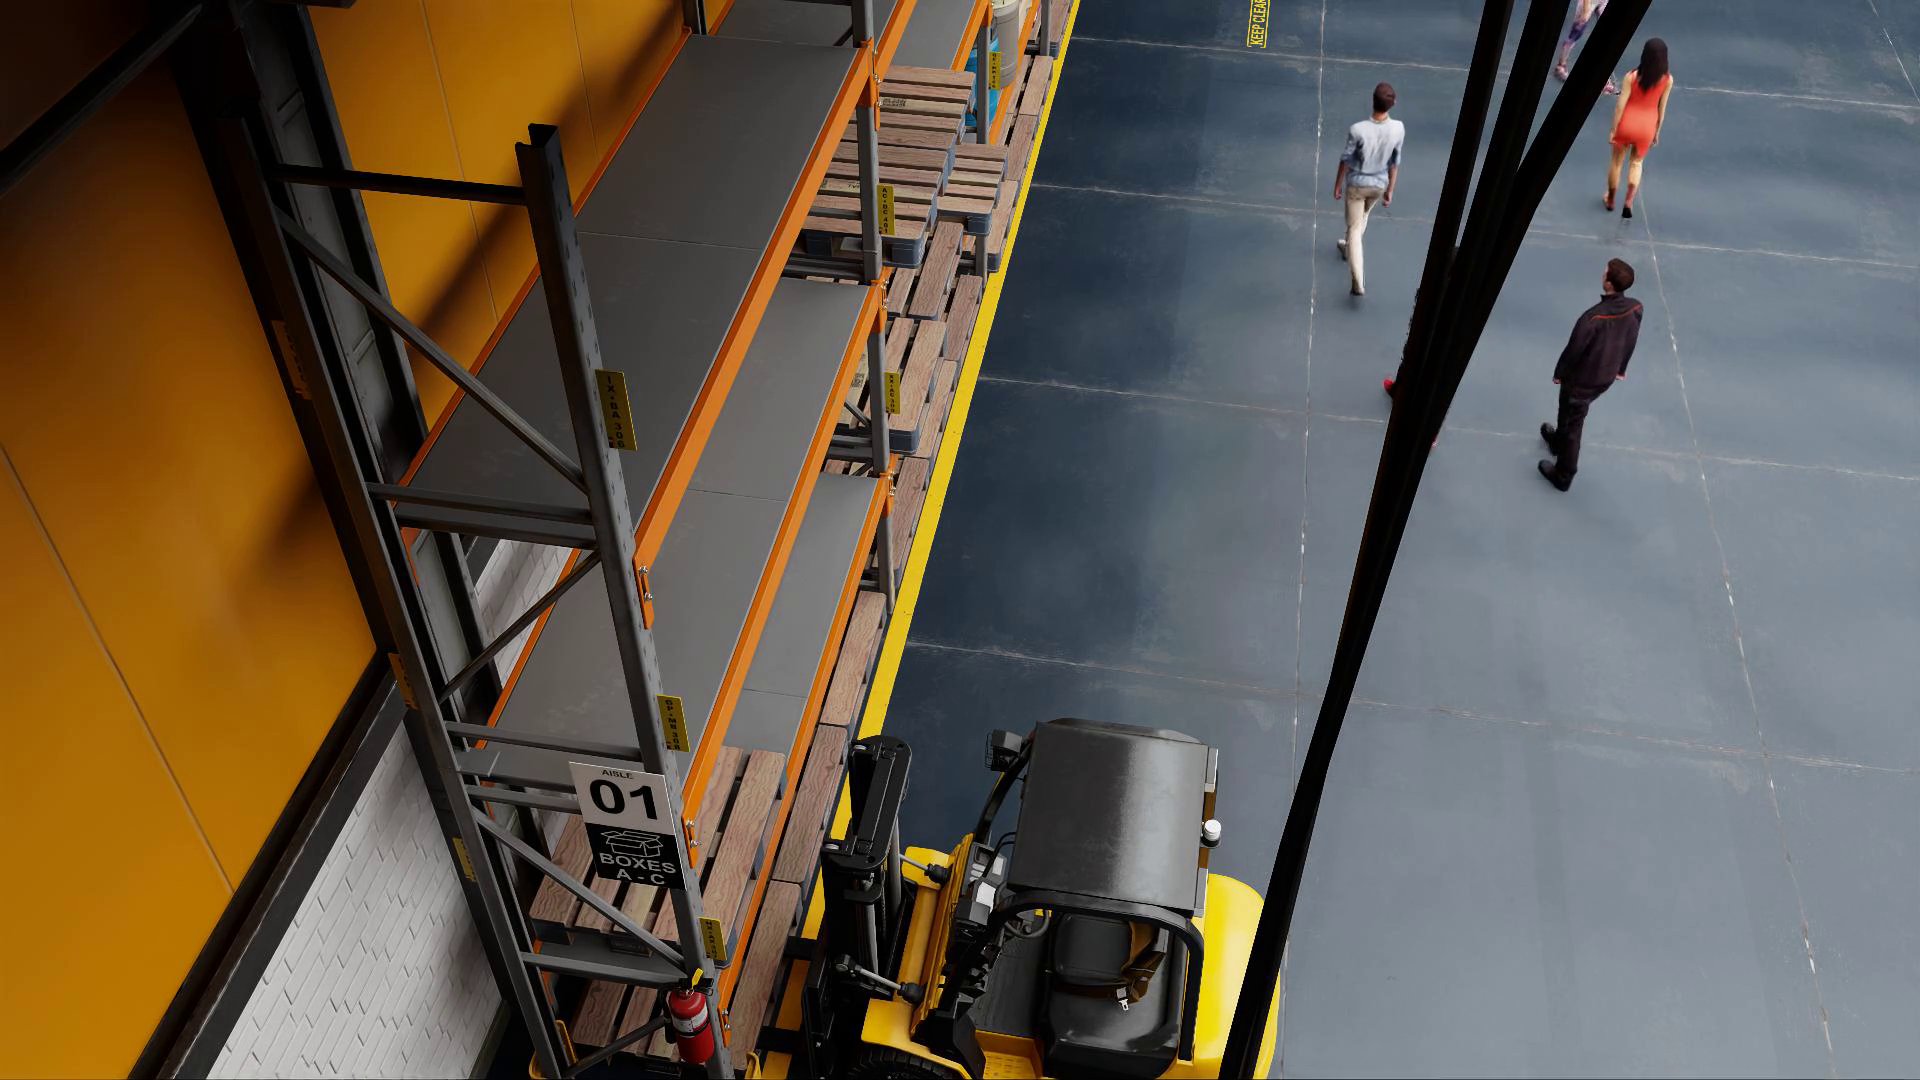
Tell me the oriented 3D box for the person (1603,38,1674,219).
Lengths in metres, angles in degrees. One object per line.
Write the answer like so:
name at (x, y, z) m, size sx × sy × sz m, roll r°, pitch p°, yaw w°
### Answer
person at (5.990, -3.593, 14.750) m, size 0.622 × 1.702 × 0.839 m, roll 11°, pitch 45°, yaw 11°

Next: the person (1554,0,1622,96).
person at (6.285, -5.363, 16.588) m, size 0.980 × 1.729 × 1.168 m, roll -16°, pitch 46°, yaw -16°

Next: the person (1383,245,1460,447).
person at (3.608, -1.468, 12.567) m, size 0.834 × 1.635 × 1.153 m, roll -7°, pitch 44°, yaw -8°

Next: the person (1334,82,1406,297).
person at (3.414, -2.905, 13.944) m, size 0.876 × 1.815 × 1.288 m, roll -3°, pitch 44°, yaw -3°

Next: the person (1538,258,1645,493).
person at (4.603, -1.150, 12.044) m, size 0.945 × 1.896 × 1.042 m, roll -16°, pitch 46°, yaw -16°
